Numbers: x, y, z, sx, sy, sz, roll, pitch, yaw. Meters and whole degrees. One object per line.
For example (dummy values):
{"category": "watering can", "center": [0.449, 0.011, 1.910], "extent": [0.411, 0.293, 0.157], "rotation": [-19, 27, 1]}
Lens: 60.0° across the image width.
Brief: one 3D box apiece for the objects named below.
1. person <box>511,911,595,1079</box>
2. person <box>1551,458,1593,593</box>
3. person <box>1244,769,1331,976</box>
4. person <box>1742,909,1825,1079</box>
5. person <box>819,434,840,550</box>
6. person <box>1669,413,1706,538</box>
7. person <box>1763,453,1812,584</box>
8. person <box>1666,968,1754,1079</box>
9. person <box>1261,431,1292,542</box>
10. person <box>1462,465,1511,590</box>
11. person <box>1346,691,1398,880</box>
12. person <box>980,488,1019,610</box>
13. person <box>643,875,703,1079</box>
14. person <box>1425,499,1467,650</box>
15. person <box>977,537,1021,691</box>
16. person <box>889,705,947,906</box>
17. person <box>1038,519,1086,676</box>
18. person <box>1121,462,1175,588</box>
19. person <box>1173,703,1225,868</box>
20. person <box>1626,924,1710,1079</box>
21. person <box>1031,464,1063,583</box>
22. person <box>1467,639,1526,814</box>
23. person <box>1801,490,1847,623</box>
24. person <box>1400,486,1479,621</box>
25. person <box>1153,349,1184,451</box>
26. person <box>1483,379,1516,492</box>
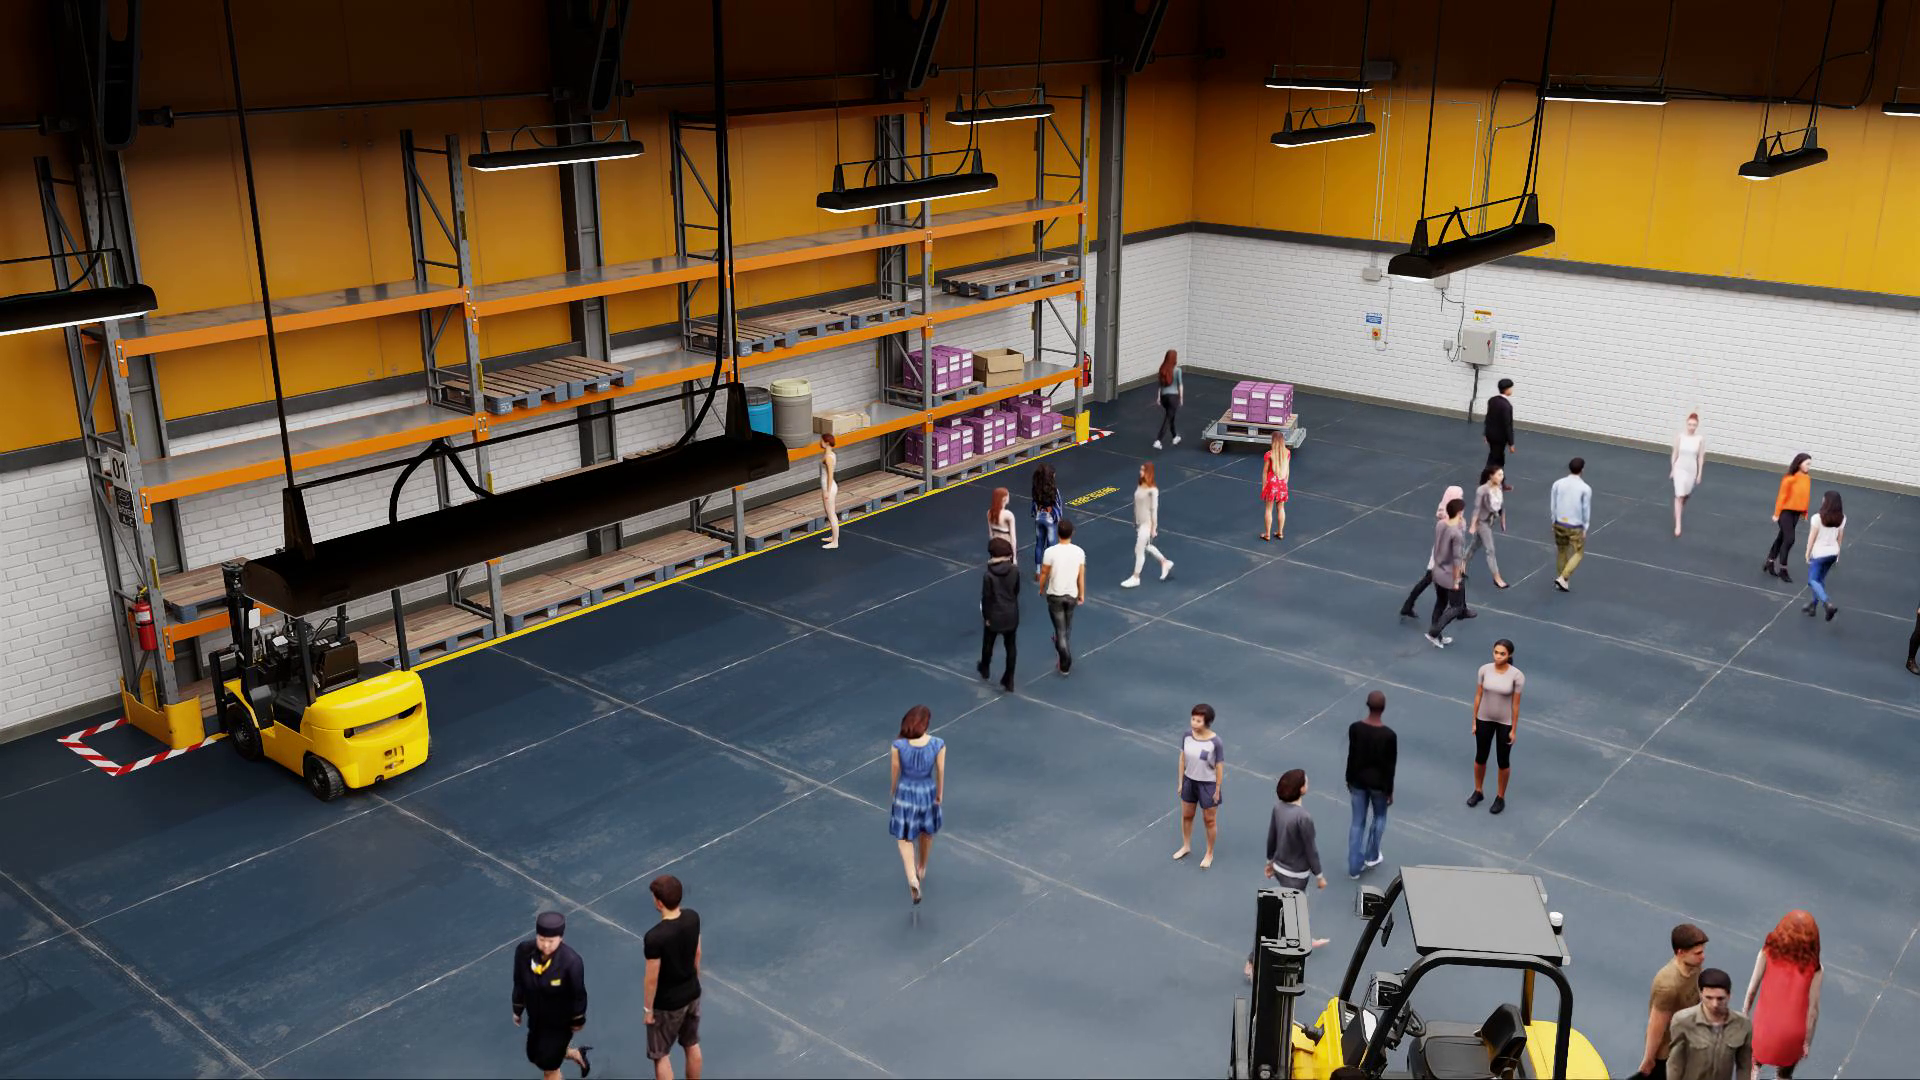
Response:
{"category": "person", "center": [-2.793, 3.287, 11.540], "extent": [0.855, 1.649, 1.023], "rotation": [8, 20, 23]}
{"category": "person", "center": [7.884, -0.169, 21.572], "extent": [0.718, 1.796, 0.865], "rotation": [17, 25, 41]}
{"category": "person", "center": [2.566, 2.682, 13.219], "extent": [1.224, 1.725, 0.972], "rotation": [-8, 20, -22]}
{"category": "person", "center": [5.454, 3.341, 11.130], "extent": [0.648, 1.809, 0.971], "rotation": [13, 23, 34]}
{"category": "person", "center": [-1.838, -0.702, 23.394], "extent": [0.667, 1.643, 0.603], "rotation": [-1, 19, -4]}
{"category": "person", "center": [10.461, -0.952, 23.962], "extent": [0.836, 1.754, 1.172], "rotation": [7, 20, 19]}
{"category": "person", "center": [10.994, -0.348, 22.212], "extent": [0.831, 1.727, 0.858], "rotation": [-8, 20, -22]}
{"category": "person", "center": [4.686, 3.505, 10.584], "extent": [0.851, 1.846, 0.889], "rotation": [1, 19, 4]}
{"category": "person", "center": [4.504, -0.780, 23.707], "extent": [0.654, 1.591, 0.725], "rotation": [-3, 19, -10]}
{"category": "person", "center": [6.854, -0.187, 21.912], "extent": [1.132, 1.613, 0.862], "rotation": [-13, 22, -33]}
{"category": "person", "center": [3.583, 2.190, 14.670], "extent": [0.688, 1.730, 0.764], "rotation": [10, 21, 28]}
{"category": "person", "center": [0.462, 0.212, 20.539], "extent": [0.863, 1.734, 0.652], "rotation": [-17, 25, -41]}
{"category": "person", "center": [-1.956, 3.169, 11.564], "extent": [0.757, 1.859, 0.522], "rotation": [14, 23, 36]}
{"category": "person", "center": [5.714, 0.424, 19.754], "extent": [0.889, 1.834, 0.846], "rotation": [-7, 20, -20]}
{"category": "person", "center": [0.508, 0.854, 18.612], "extent": [0.973, 1.747, 0.965], "rotation": [-6, 20, -18]}
{"category": "person", "center": [-0.372, 2.292, 14.288], "extent": [1.087, 1.781, 1.096], "rotation": [-3, 19, -10]}
{"category": "person", "center": [1.200, 0.686, 19.087], "extent": [1.115, 1.762, 1.080], "rotation": [-5, 19, -15]}
{"category": "person", "center": [2.505, -0.214, 21.887], "extent": [1.122, 1.680, 0.915], "rotation": [-7, 20, -21]}
{"category": "person", "center": [2.167, 2.178, 14.965], "extent": [0.579, 1.565, 0.539], "rotation": [13, 22, 33]}
{"category": "person", "center": [4.635, 3.357, 11.101], "extent": [0.728, 1.798, 1.159], "rotation": [15, 24, 37]}
{"category": "person", "center": [1.148, -0.243, 22.060], "extent": [0.616, 1.625, 0.562], "rotation": [13, 22, 33]}
{"category": "person", "center": [5.145, 1.756, 15.938], "extent": [0.611, 1.745, 0.560], "rotation": [12, 22, 31]}
{"category": "person", "center": [10.713, 0.248, 20.548], "extent": [1.005, 1.659, 1.039], "rotation": [-2, 19, -7]}
{"category": "person", "center": [5.895, 0.210, 20.511], "extent": [1.280, 1.756, 1.162], "rotation": [-3, 19, -8]}
{"category": "person", "center": [3.519, -2.336, 28.155], "extent": [0.650, 1.702, 1.175], "rotation": [13, 22, 33]}
{"category": "person", "center": [8.179, -1.559, 25.600], "extent": [1.083, 1.861, 1.008], "rotation": [-4, 19, -11]}
